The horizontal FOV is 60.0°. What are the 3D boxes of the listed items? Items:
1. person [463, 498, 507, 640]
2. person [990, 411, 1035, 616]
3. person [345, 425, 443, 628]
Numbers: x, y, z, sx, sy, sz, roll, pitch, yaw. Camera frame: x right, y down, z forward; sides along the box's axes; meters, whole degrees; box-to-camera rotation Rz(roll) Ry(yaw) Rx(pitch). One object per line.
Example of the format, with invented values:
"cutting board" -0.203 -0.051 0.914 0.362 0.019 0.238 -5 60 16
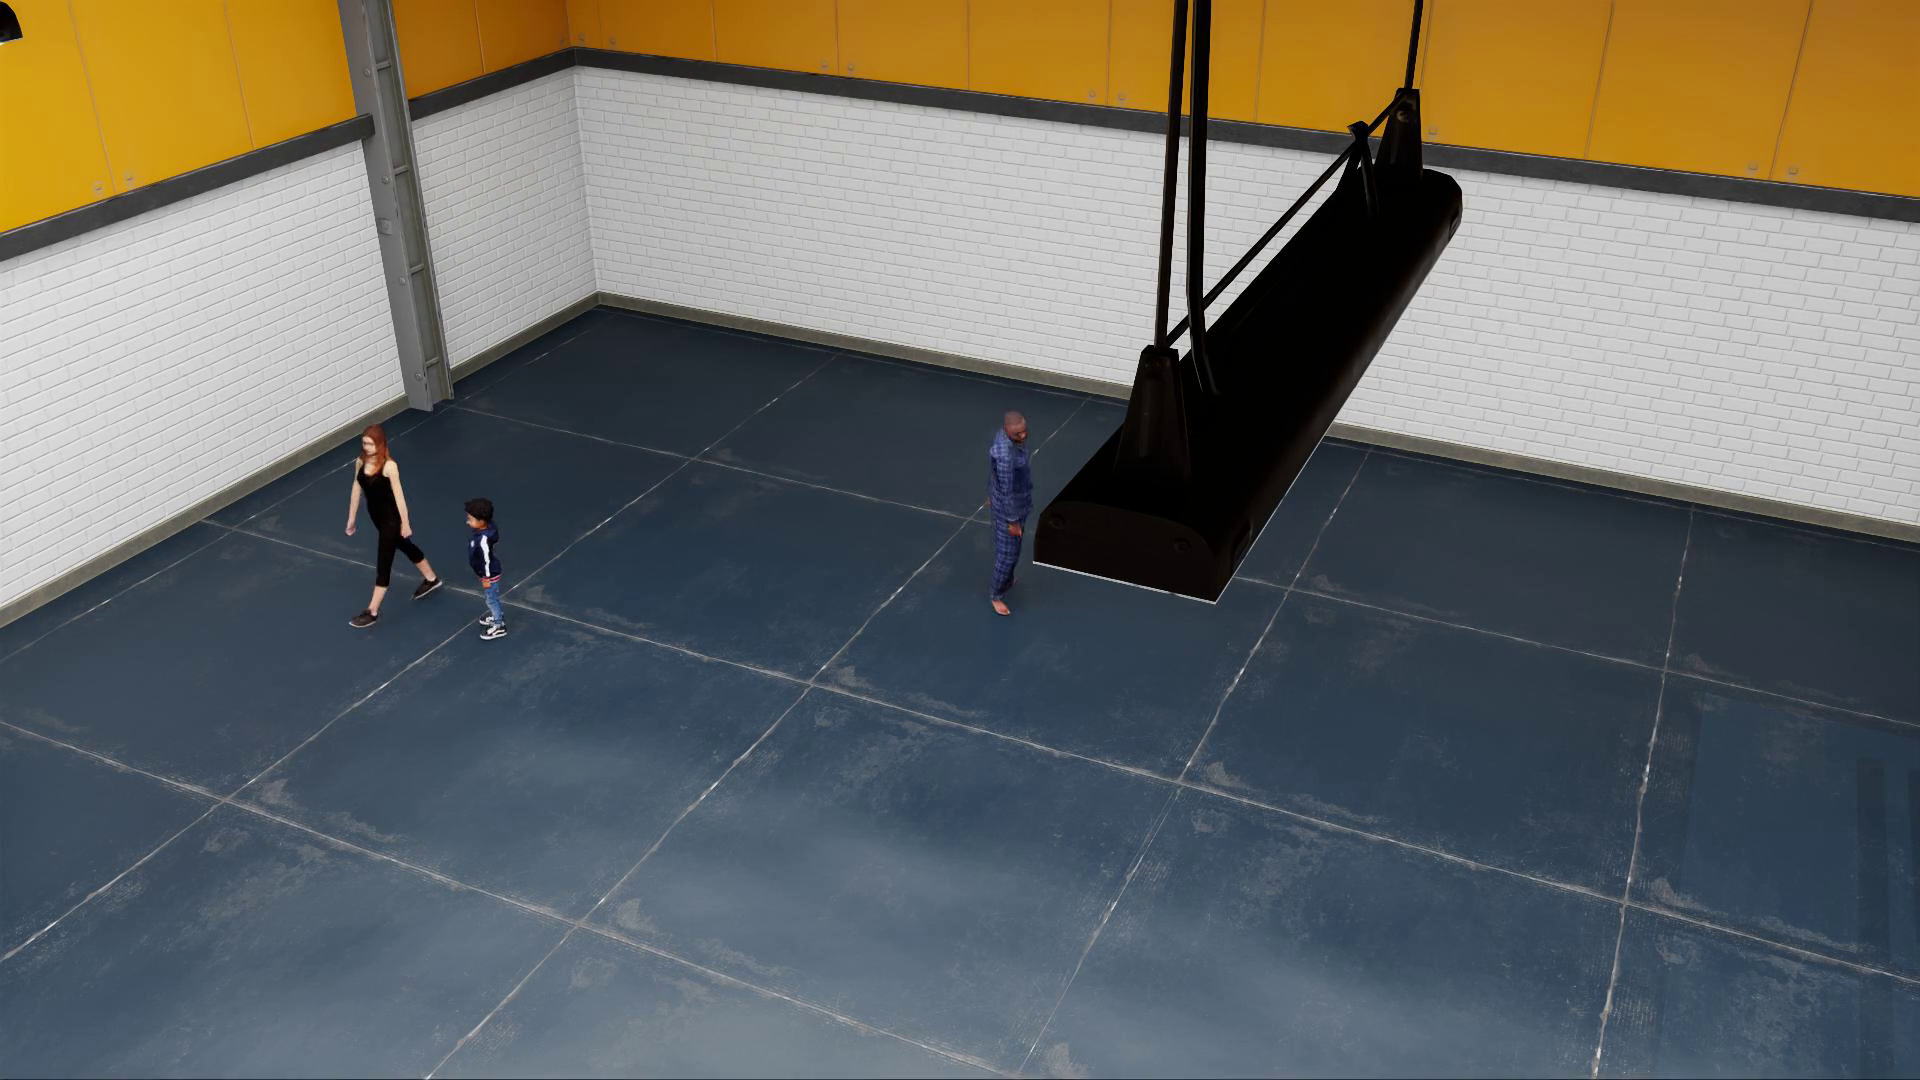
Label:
"person" -3.774 0.205 13.246 0.660 1.224 0.600 -7 29 -13
"person" 0.396 -0.310 13.598 0.903 1.790 0.669 -3 29 -6
"person" -4.561 -0.179 13.481 0.738 1.672 1.218 20 34 32
